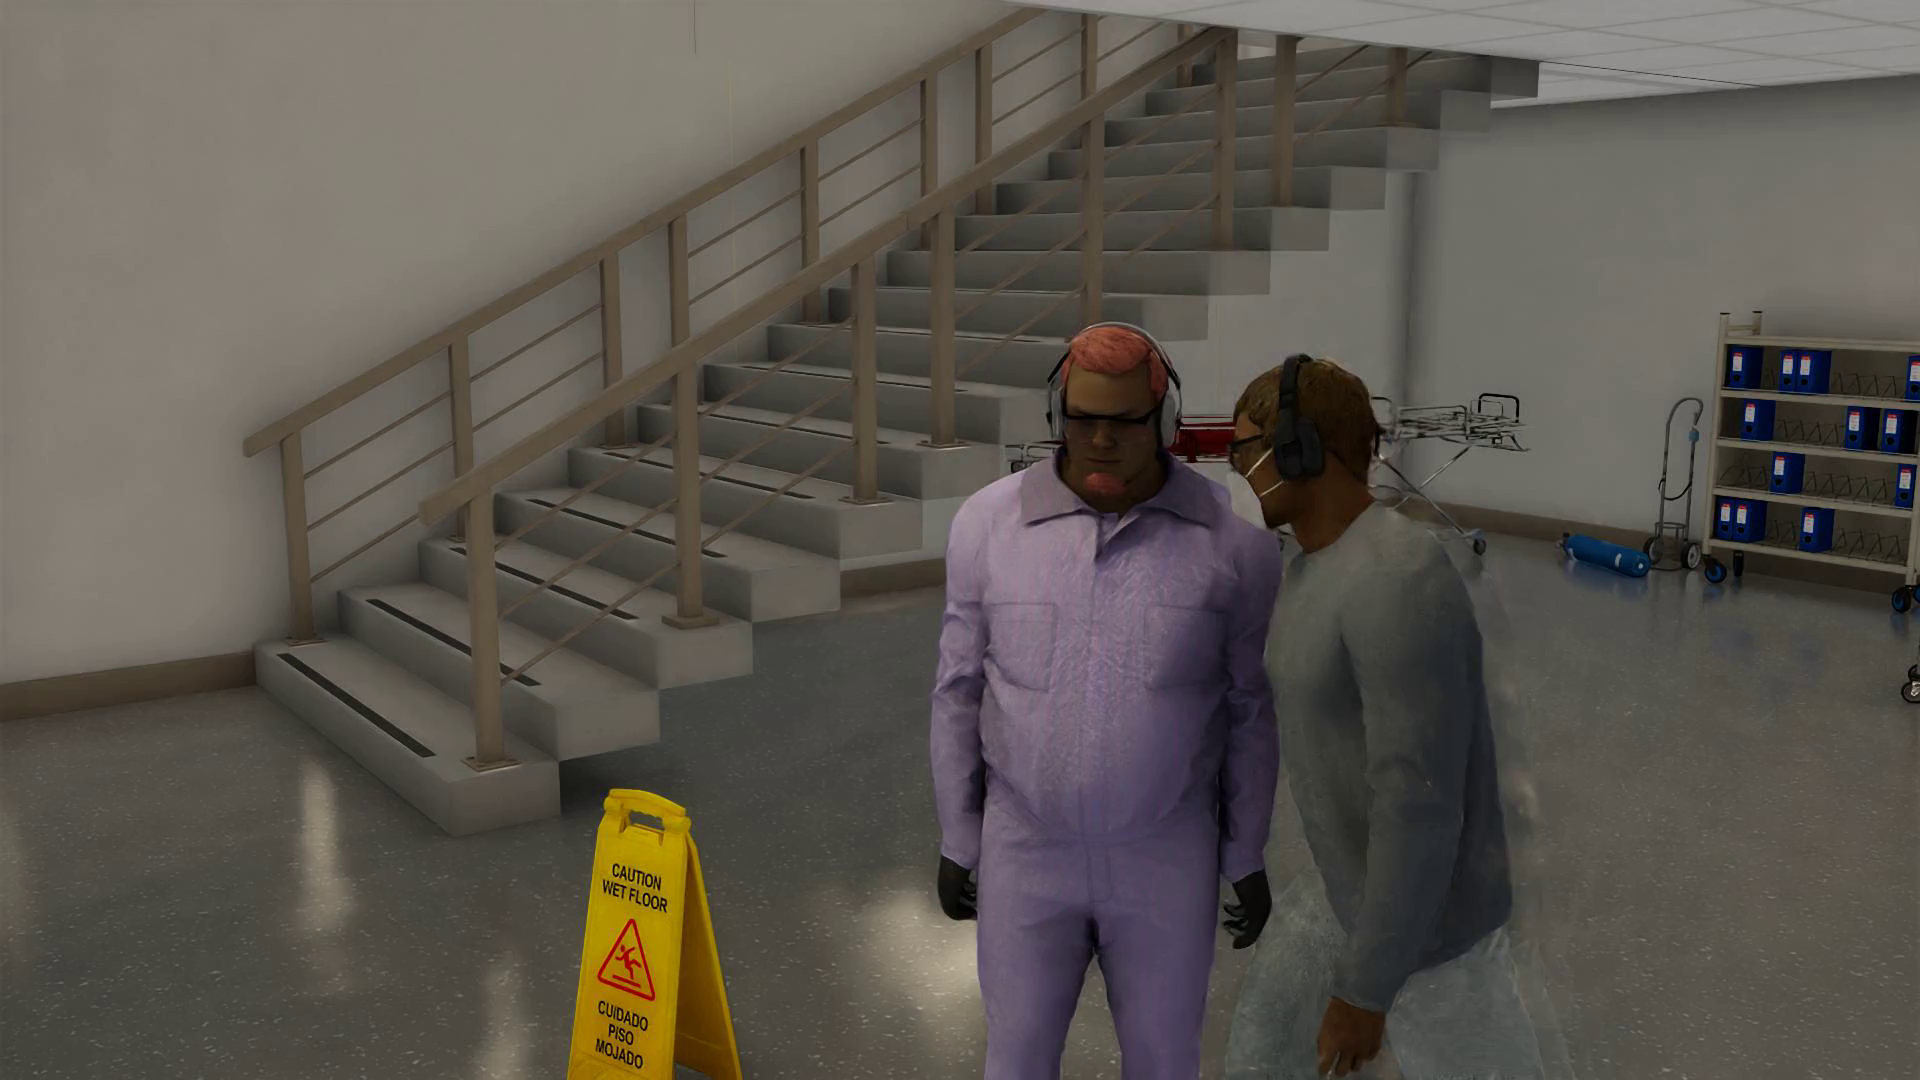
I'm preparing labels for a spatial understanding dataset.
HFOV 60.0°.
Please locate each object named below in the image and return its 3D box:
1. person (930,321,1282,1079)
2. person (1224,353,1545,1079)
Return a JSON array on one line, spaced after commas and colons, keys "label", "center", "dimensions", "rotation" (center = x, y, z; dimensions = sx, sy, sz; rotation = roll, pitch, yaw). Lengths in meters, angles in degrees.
[{"label": "person", "center": [0.258, 0.557, 3.043], "dimensions": [0.639, 1.902, 0.407], "rotation": [1, 10, 7]}, {"label": "person", "center": [0.759, 0.634, 2.757], "dimensions": [0.924, 1.871, 0.682], "rotation": [-1, 10, -3]}]
